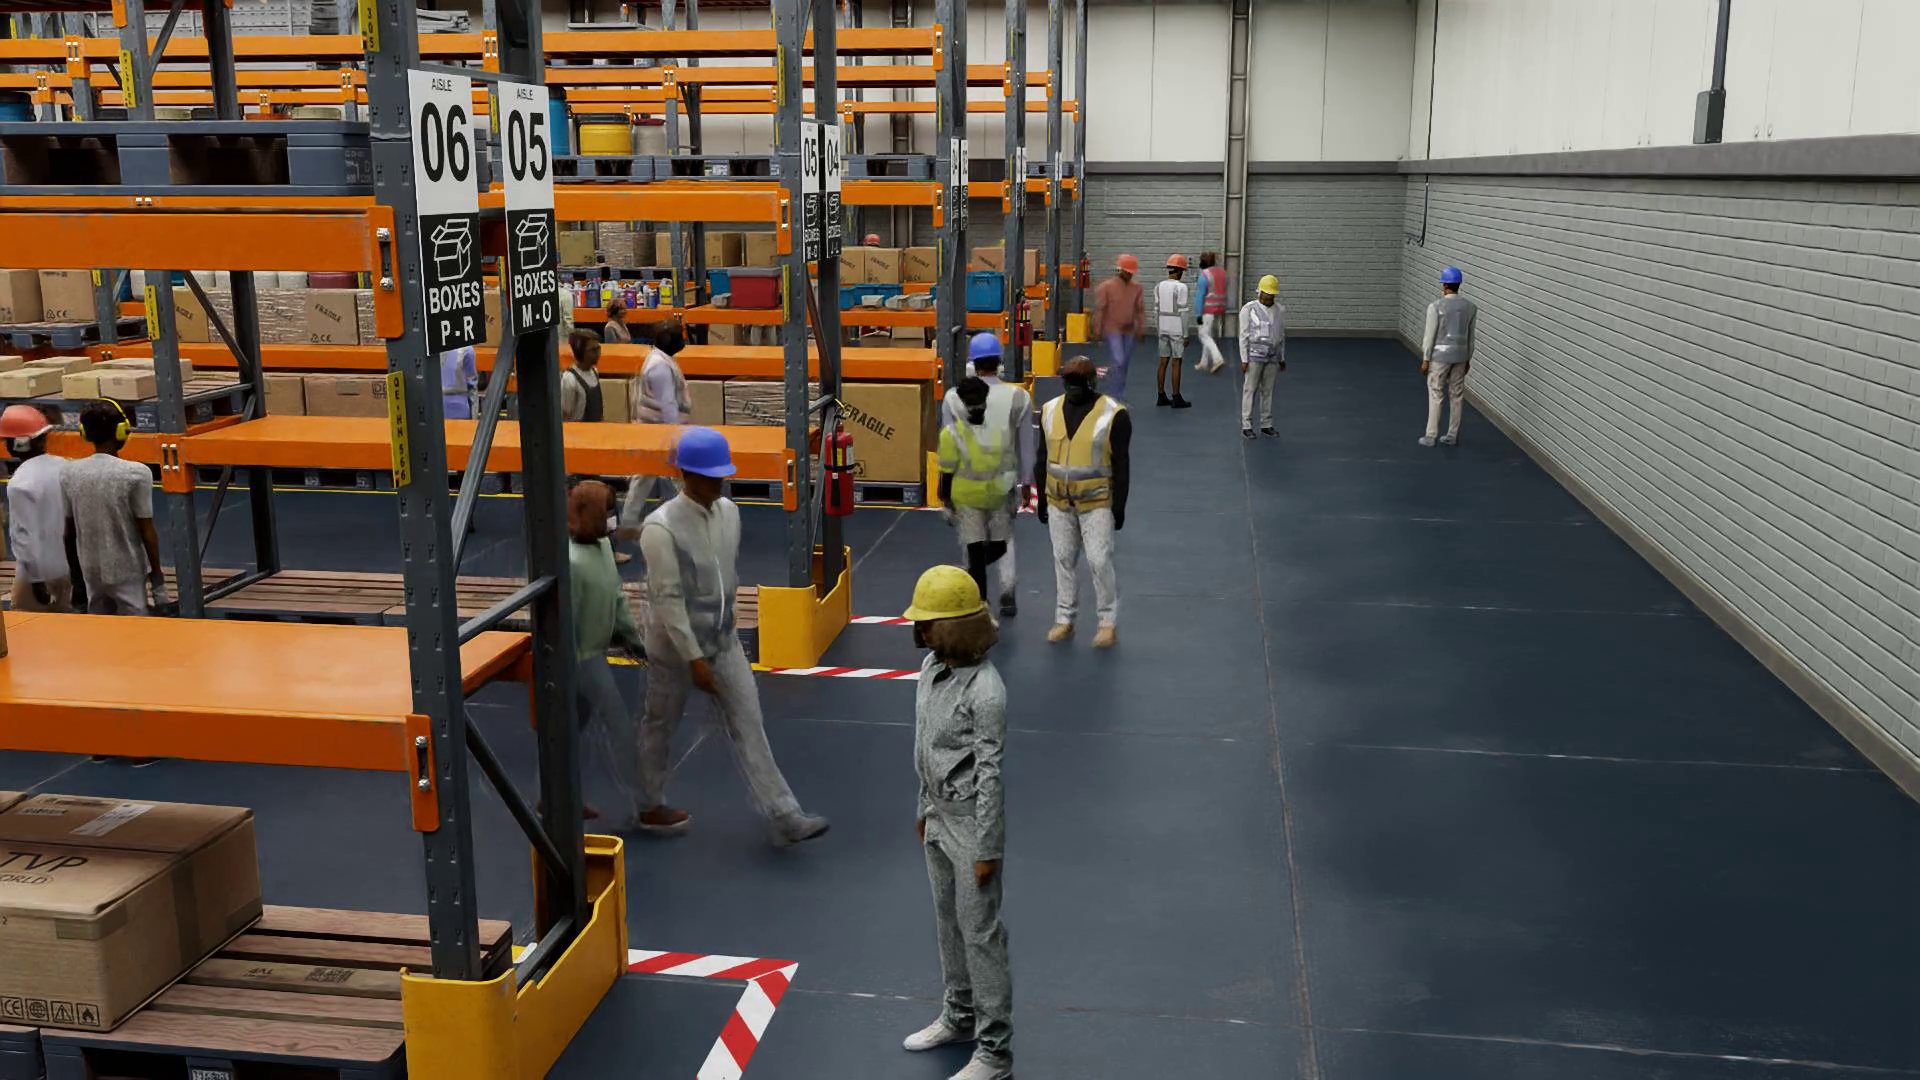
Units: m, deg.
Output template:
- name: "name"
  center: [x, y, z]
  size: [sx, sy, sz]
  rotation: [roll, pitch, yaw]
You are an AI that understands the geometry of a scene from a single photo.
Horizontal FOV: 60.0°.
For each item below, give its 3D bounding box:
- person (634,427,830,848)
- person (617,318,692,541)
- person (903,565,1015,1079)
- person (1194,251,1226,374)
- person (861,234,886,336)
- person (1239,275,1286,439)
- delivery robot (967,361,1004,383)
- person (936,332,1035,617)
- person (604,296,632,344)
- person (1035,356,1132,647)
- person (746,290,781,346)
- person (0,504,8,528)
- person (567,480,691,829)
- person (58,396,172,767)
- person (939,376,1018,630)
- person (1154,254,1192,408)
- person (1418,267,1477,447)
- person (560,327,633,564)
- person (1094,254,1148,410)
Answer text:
- name: "person"
  center: [-1.078, 0.446, 7.200]
  size: [1.038, 1.883, 0.597]
  rotation: [9, 15, 35]
- name: "person"
  center: [-2.352, -0.877, 13.377]
  size: [0.946, 1.797, 0.650]
  rotation: [-1, 13, -5]
- name: "person"
  center: [-0.022, 0.926, 5.397]
  size: [0.338, 1.737, 0.487]
  rotation: [-6, 14, -26]
- name: "person"
  center: [3.748, -3.383, 24.689]
  size: [0.664, 1.816, 0.749]
  rotation: [-12, 17, -43]
- name: "person"
  center: [-1.375, -3.836, 26.333]
  size: [0.621, 1.983, 0.417]
  rotation: [-2, 13, -11]
- name: "person"
  center: [3.397, -2.045, 18.603]
  size: [0.589, 1.822, 0.403]
  rotation: [-5, 14, -23]
- name: "delivery robot"
  center: [0.303, -2.233, 22.122]
  size: [0.707, 0.478, 0.477]
  rotation: [9, 15, 35]
- name: "person"
  center: [0.171, -0.400, 10.941]
  size: [0.634, 1.921, 0.526]
  rotation: [-2, 13, -9]
- name: "person"
  center: [-3.664, -1.790, 17.868]
  size: [0.307, 1.641, 0.514]
  rotation: [0, 12, 0]
- name: "person"
  center: [0.754, -0.241, 10.450]
  size: [0.649, 1.835, 0.431]
  rotation: [7, 14, 29]
- name: "person"
  center: [-2.786, -3.042, 23.561]
  size: [0.529, 1.627, 0.322]
  rotation: [-5, 13, -21]
- name: "person"
  center: [-8.488, -1.036, 13.705]
  size: [1.056, 1.970, 0.642]
  rotation: [-1, 13, -3]
- name: "person"
  center: [-1.553, 0.521, 7.497]
  size: [0.797, 1.598, 0.507]
  rotation: [1, 13, 4]
- name: "person"
  center: [-4.249, 0.212, 8.361]
  size: [0.529, 1.855, 0.372]
  rotation: [2, 13, 11]
- name: "person"
  center: [0.092, -0.266, 10.905]
  size: [0.541, 1.667, 0.570]
  rotation: [-5, 14, -22]
- name: "person"
  center: [2.702, -2.639, 21.027]
  size: [0.366, 1.935, 0.543]
  rotation: [-10, 16, -38]
- name: "person"
  center: [5.286, -1.975, 18.031]
  size: [0.618, 1.943, 0.410]
  rotation: [-4, 13, -19]
- name: "person"
  center: [-2.924, -0.709, 12.590]
  size: [0.785, 1.821, 0.515]
  rotation: [1, 13, 5]
- name: "person"
  center: [2.061, -2.602, 20.865]
  size: [0.679, 1.927, 0.855]
  rotation: [-6, 14, -25]
